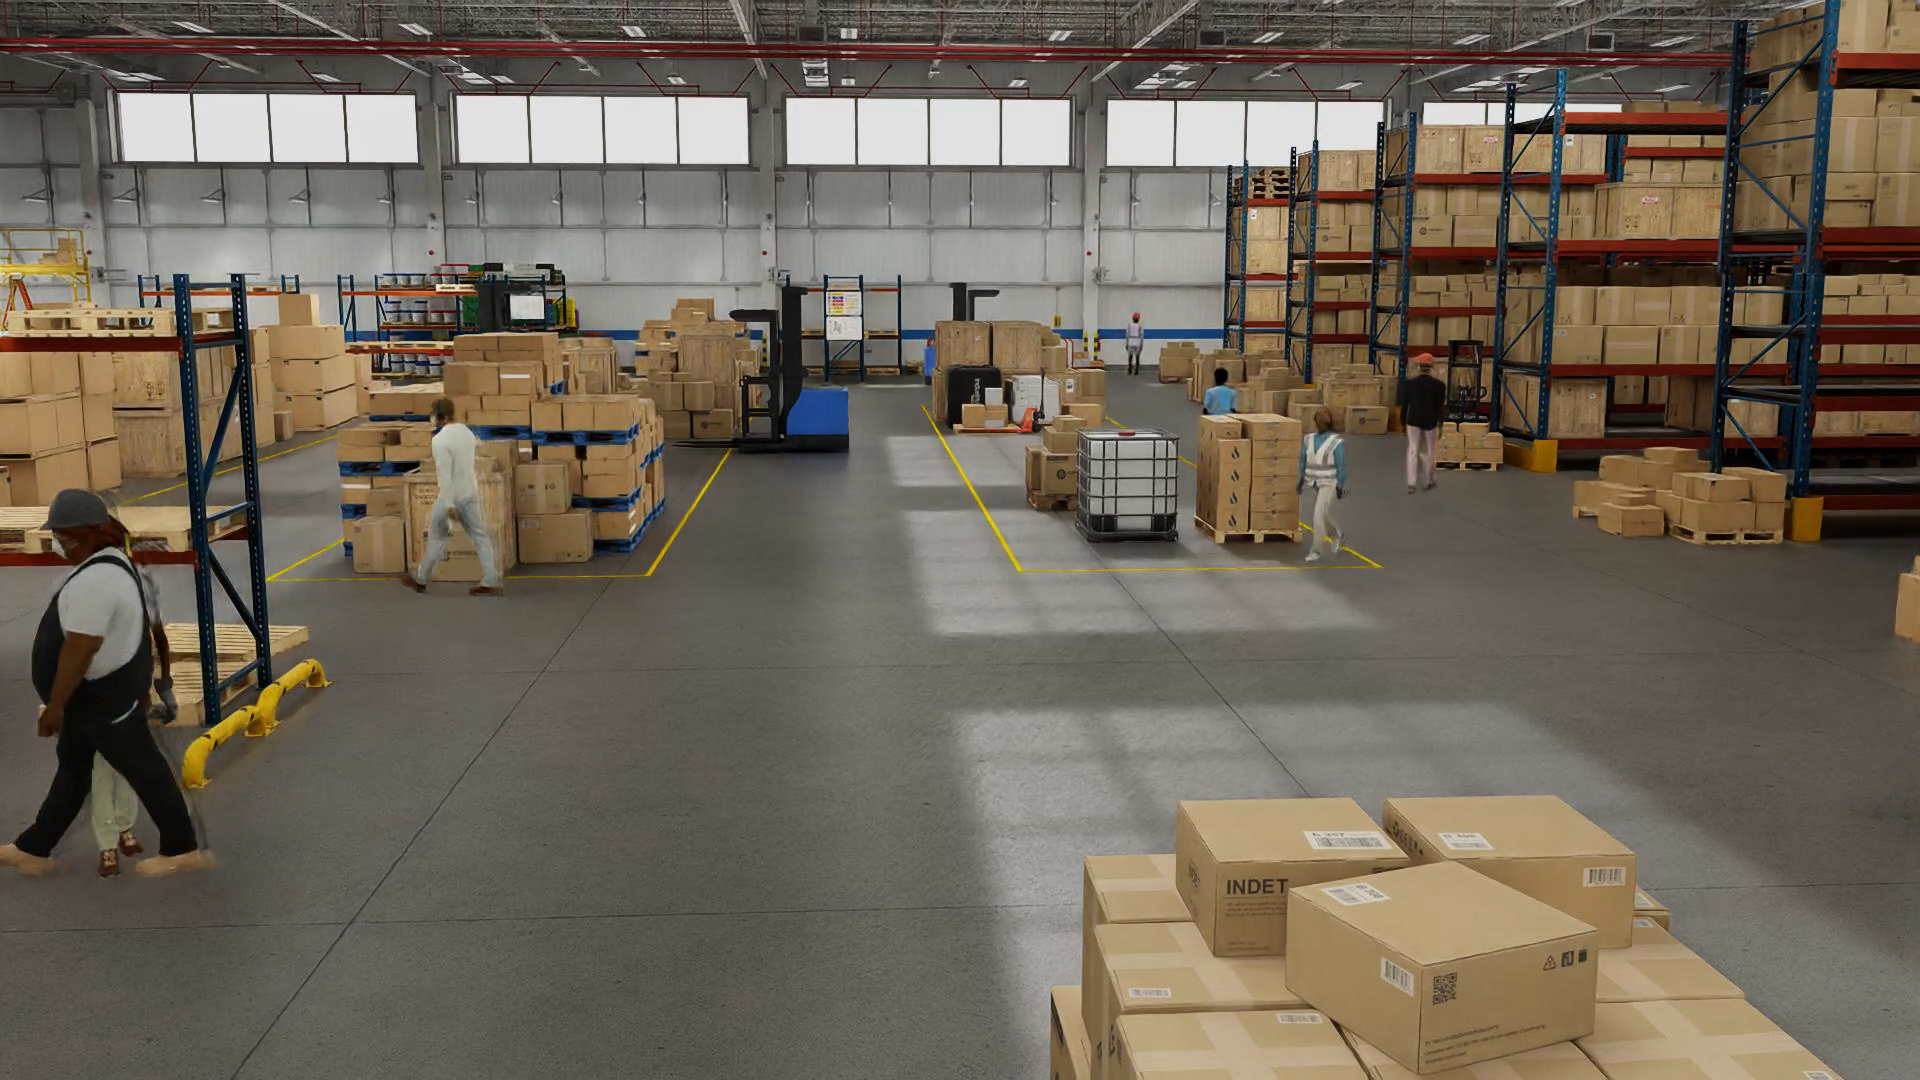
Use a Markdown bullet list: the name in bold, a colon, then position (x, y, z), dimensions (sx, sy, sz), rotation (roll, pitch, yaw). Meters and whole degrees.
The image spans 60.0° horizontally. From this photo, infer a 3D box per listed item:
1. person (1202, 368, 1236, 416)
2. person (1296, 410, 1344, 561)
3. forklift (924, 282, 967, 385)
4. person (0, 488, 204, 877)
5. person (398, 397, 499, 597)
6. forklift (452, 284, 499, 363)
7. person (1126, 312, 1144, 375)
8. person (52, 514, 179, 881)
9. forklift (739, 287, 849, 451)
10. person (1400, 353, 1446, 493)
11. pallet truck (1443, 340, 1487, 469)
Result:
- **person**: position (3.884, -1.734, 24.751), dimensions (0.531, 1.657, 0.859), rotation (-5, 10, -28)
- **person**: position (3.914, -0.603, 17.809), dimensions (0.733, 1.613, 0.514), rotation (-7, 11, -38)
- **forklift**: position (-0.025, -5.569, 44.997), dimensions (1.873, 2.768, 1.129), rotation (-1, 9, -4)
- **person**: position (-4.338, 0.706, 8.227), dimensions (1.043, 2.000, 0.687), rotation (-4, 10, -23)
- **person**: position (-4.824, -0.399, 15.640), dimensions (1.046, 1.880, 0.630), rotation (3, 10, 19)
- **forklift**: position (-10.317, -4.215, 36.494), dimensions (1.873, 2.768, 1.129), rotation (-1, 9, -4)
- **person**: position (5.286, -5.935, 50.304), dimensions (0.558, 1.917, 0.551), rotation (2, 9, 12)
- **person**: position (-4.284, 0.776, 8.455), dimensions (0.510, 1.830, 0.777), rotation (-8, 12, -39)
- **forklift**: position (-2.857, -2.959, 28.607), dimensions (1.873, 2.768, 1.129), rotation (-1, 9, -4)
- **person**: position (6.442, -1.627, 23.182), dimensions (0.625, 1.951, 0.929), rotation (4, 10, 25)
- **pallet truck**: position (8.004, -2.170, 26.422), dimensions (0.823, 1.965, 1.885), rotation (2, 9, 14)
